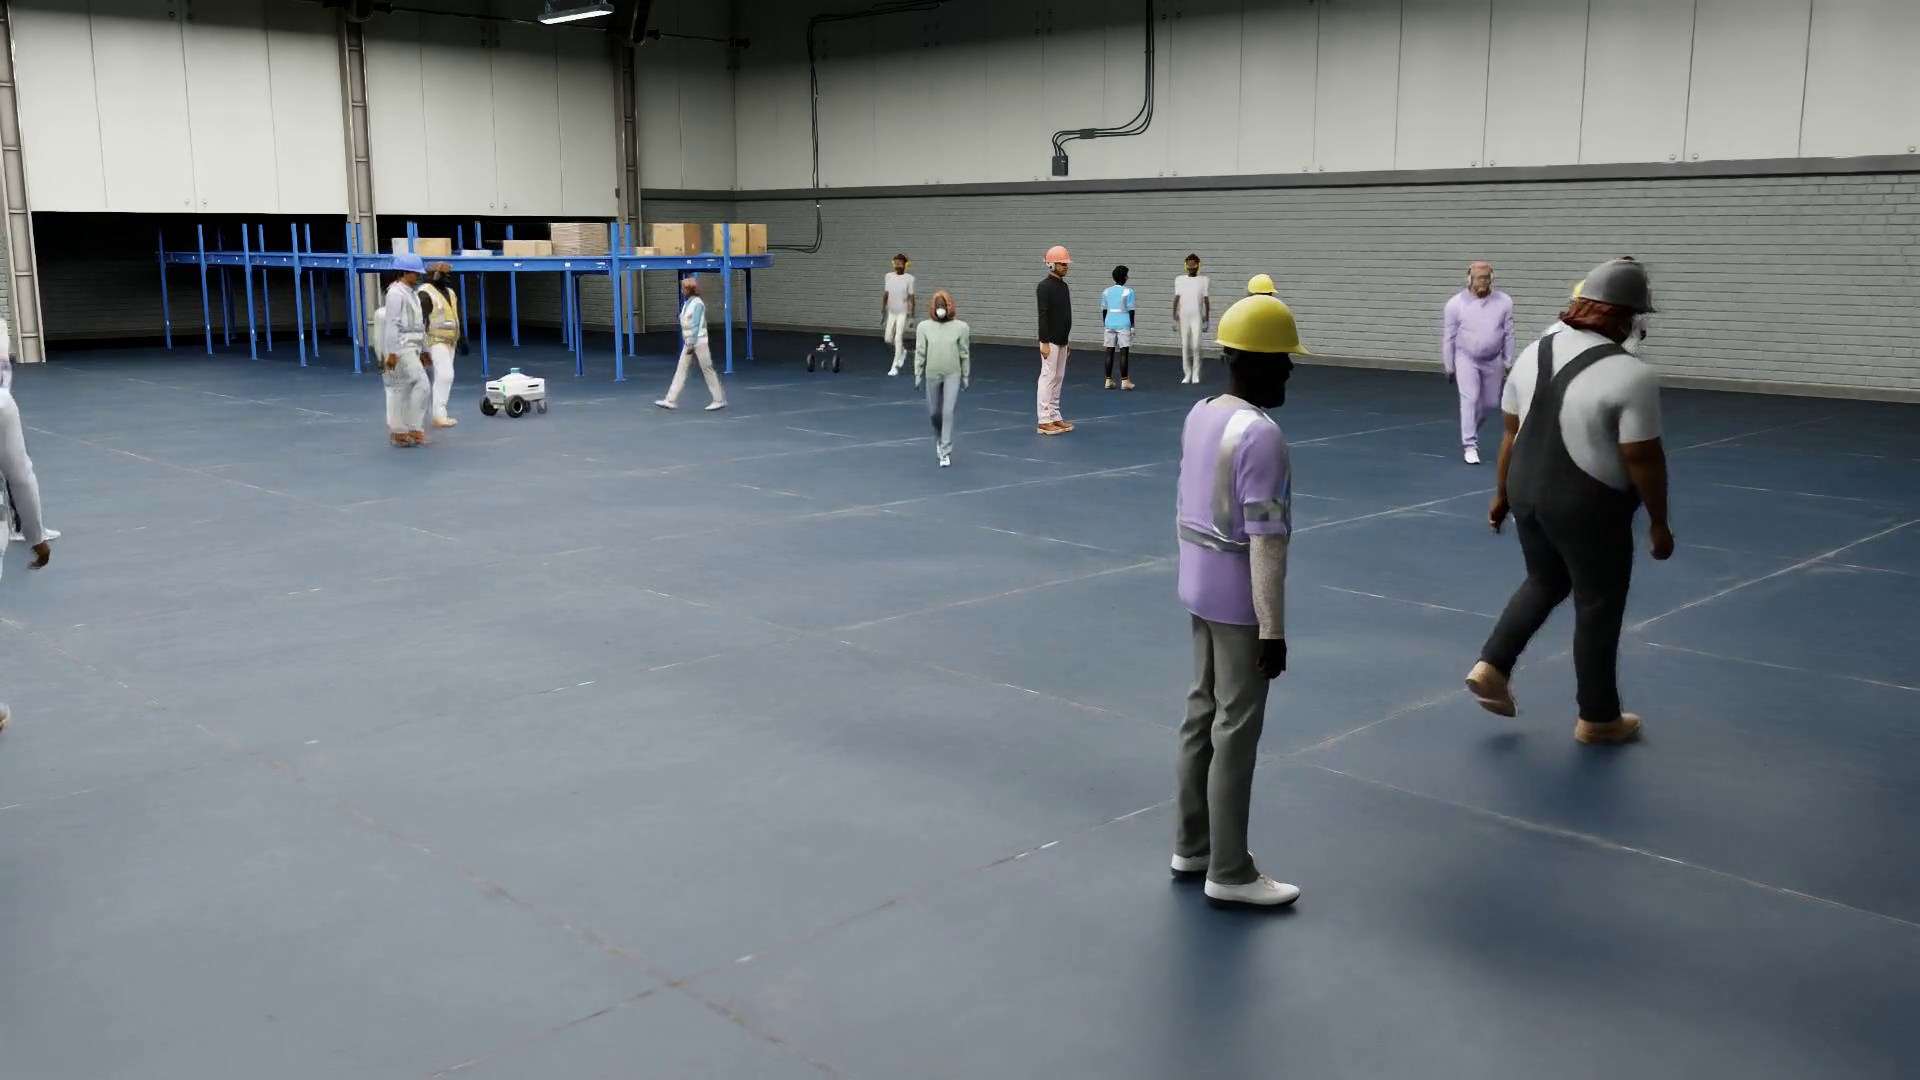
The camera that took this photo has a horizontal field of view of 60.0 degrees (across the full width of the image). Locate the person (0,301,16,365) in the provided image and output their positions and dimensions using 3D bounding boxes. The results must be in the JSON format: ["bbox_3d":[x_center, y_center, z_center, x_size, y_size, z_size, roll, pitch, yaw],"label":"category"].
[{"bbox_3d":[-10.087,-1.976,17.264,0.647,1.873,0.606,9,14,41],"label":"person"}]

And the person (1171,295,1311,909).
[{"bbox_3d":[0.896,0.190,5.304,0.382,1.924,0.594,-3,11,-15],"label":"person"}]

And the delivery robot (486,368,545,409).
[{"bbox_3d":[-5.273,-1.796,19.738,0.477,0.478,0.707,6,12,30],"label":"delivery robot"}]

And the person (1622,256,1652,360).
[{"bbox_3d":[8.610,-2.757,21.604,0.633,1.843,0.429,0,10,3],"label":"person"}]

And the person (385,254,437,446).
[{"bbox_3d":[-5.461,-1.897,16.681,0.644,1.917,0.634,0,10,-2],"label":"person"}]

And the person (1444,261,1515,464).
[{"bbox_3d":[4.865,-1.687,15.670,0.640,1.877,0.744,0,10,-2],"label":"person"}]

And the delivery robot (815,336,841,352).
[{"bbox_3d":[-2.087,-3.092,26.096,0.335,0.223,0.698,2,11,11],"label":"delivery robot"}]

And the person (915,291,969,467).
[{"bbox_3d":[-0.159,-1.526,15.532,0.506,1.610,0.686,1,10,5],"label":"person"}]

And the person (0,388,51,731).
[{"bbox_3d":[-3.983,0.009,6.586,0.578,1.835,1.006,-2,11,-10],"label":"person"}]

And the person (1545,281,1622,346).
[{"bbox_3d":[4.588,-1.036,12.342,0.839,1.806,0.602,-10,14,-42],"label":"person"}]

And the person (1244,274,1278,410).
[{"bbox_3d":[2.622,-1.451,14.687,0.315,1.770,0.523,0,10,2],"label":"person"}]

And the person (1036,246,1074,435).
[{"bbox_3d":[1.030,-2.148,17.863,0.386,1.992,0.625,5,12,27],"label":"person"}]

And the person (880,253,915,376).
[{"bbox_3d":[-0.921,-3.423,25.222,0.589,1.839,0.615,5,11,24],"label":"person"}]

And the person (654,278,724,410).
[{"bbox_3d":[-3.236,-2.345,20.025,0.857,1.592,0.527,-7,12,-32],"label":"person"}]

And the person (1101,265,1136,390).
[{"bbox_3d":[2.188,-2.932,22.950,0.536,1.696,0.322,8,13,38],"label":"person"}]

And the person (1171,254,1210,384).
[{"bbox_3d":[3.269,-3.132,23.655,0.507,1.845,0.689,3,11,17],"label":"person"}]

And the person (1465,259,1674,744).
[{"bbox_3d":[2.542,-0.135,6.880,0.771,2.000,0.743,-4,11,-22],"label":"person"}]

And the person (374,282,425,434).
[{"bbox_3d":[-5.891,-1.898,17.529,0.530,1.614,0.647,-4,11,-21],"label":"person"}]

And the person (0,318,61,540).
[{"bbox_3d":[-6.784,-0.929,11.501,0.842,1.893,0.602,0,10,2],"label":"person"}]

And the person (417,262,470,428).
[{"bbox_3d":[-5.701,-2.159,18.417,0.535,1.814,0.633,2,11,12],"label":"person"}]
